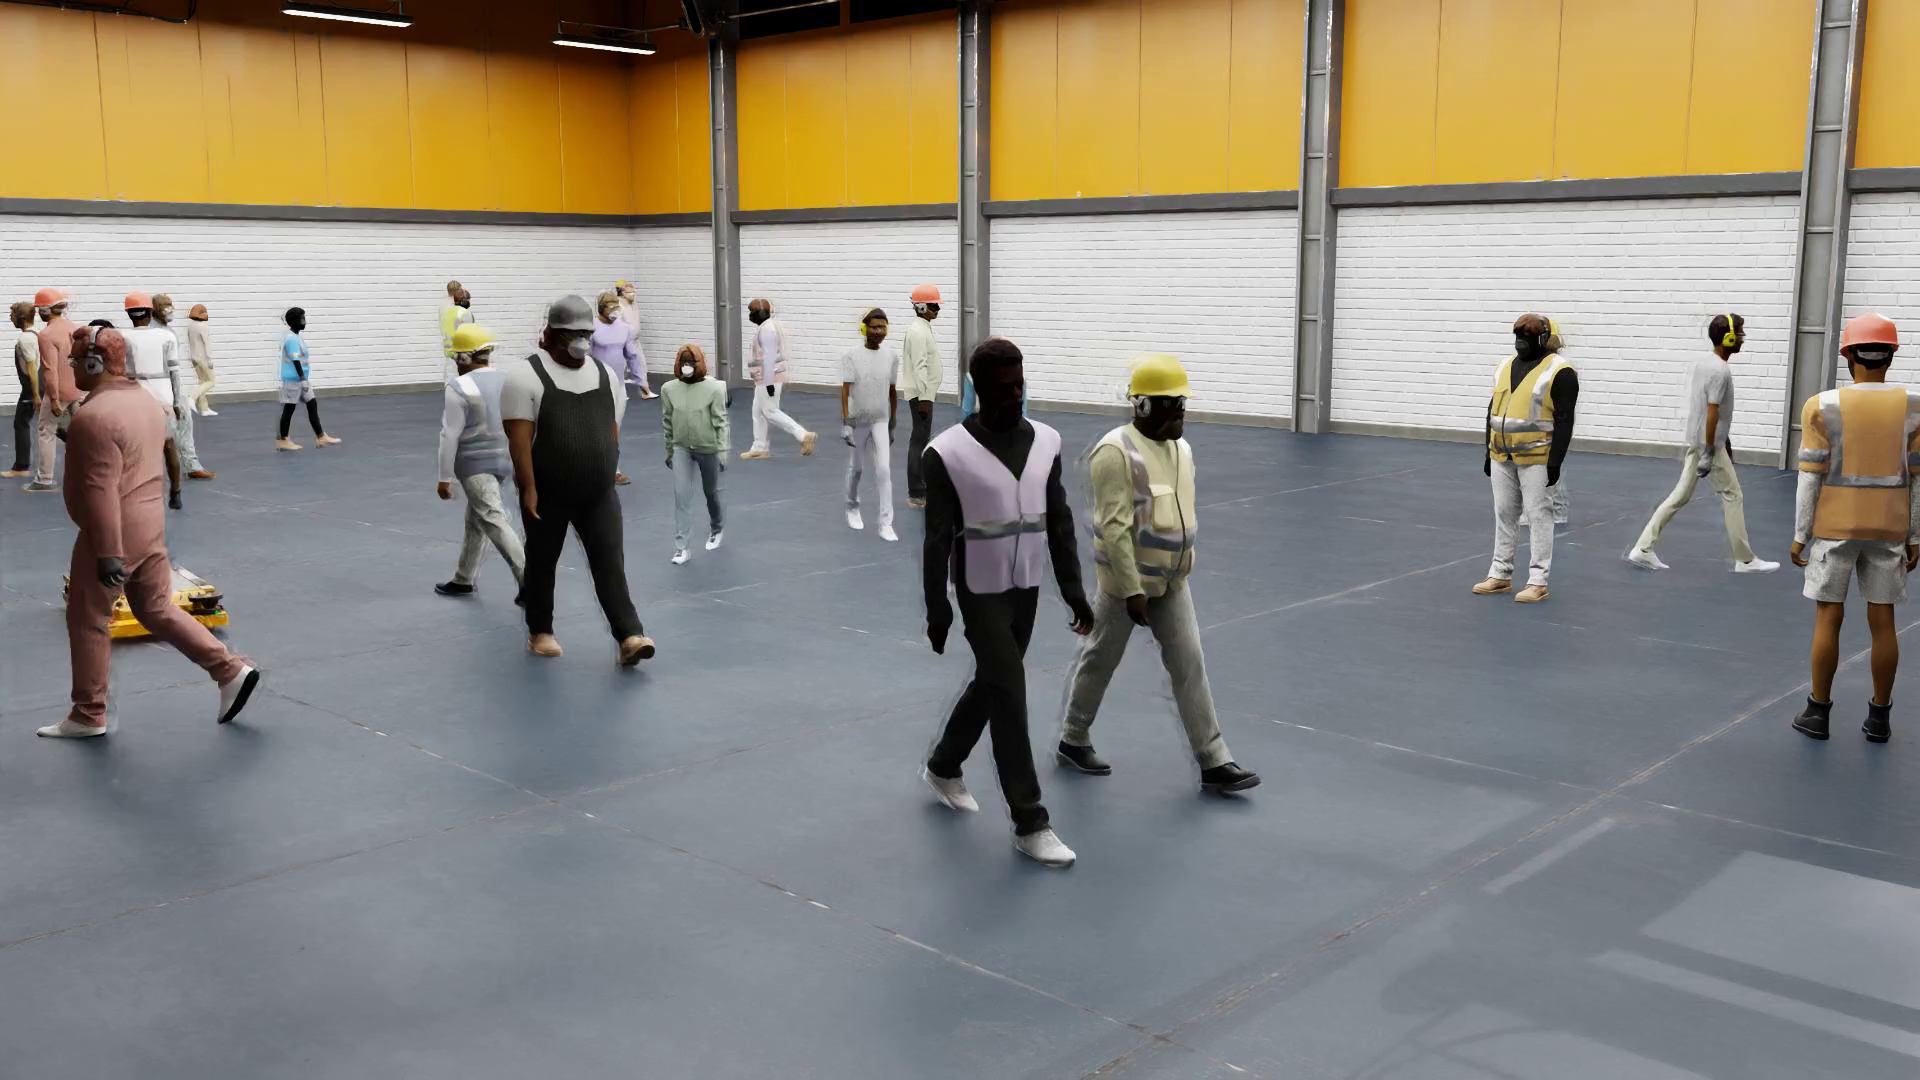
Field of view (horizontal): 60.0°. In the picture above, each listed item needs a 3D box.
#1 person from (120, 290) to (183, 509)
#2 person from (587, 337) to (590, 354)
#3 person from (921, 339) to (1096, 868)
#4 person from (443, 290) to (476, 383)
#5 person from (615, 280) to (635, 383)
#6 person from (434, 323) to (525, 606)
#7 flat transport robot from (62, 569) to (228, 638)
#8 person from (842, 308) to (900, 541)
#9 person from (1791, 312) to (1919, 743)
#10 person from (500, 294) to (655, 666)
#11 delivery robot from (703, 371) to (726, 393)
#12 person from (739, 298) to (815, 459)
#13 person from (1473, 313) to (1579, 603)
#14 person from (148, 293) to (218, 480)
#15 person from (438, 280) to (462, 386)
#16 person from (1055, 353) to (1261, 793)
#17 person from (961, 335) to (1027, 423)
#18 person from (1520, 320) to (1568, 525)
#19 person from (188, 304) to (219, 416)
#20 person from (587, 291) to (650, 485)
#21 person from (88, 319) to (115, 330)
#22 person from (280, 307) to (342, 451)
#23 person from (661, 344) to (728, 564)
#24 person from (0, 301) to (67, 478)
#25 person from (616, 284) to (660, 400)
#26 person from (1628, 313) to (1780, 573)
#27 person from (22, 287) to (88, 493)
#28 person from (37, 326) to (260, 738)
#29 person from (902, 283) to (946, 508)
[{"bbox_3d":[-7.111,-1.208,14.556,0.543,1.932,0.376,-7,12,-38],"label":"person"},{"bbox_3d":[-3.757,-1.267,15.915,0.707,1.603,0.543,2,10,15],"label":"person"},{"bbox_3d":[0.131,0.187,6.190,0.612,1.877,0.979,-8,12,-40],"label":"person"},{"bbox_3d":[-6.967,-2.629,23.597,0.650,1.816,0.767,8,12,41],"label":"person"},{"bbox_3d":[-6.281,-3.858,30.844,0.582,1.919,0.388,5,11,29],"label":"person"},{"bbox_3d":[-2.990,-0.472,10.511,0.957,1.788,0.597,4,10,25],"label":"person"},{"bbox_3d":[-4.965,0.349,10.082,0.652,0.197,1.431,-7,12,-36],"label":"flat transport robot"},{"bbox_3d":[-0.727,-0.935,13.287,0.512,1.827,0.966,-3,10,-16],"label":"person"},{"bbox_3d":[4.025,-0.050,7.465,0.542,1.929,0.369,3,10,16],"label":"person"},{"bbox_3d":[-2.058,-0.334,8.861,0.692,2.000,1.023,-7,11,-35],"label":"person"},{"bbox_3d":[-3.900,-2.339,25.409,0.707,0.478,0.477,8,12,42],"label":"delivery robot"},{"bbox_3d":[-2.047,-1.784,18.478,0.765,1.811,0.660,-1,9,-6],"label":"person"},{"bbox_3d":[3.611,-0.528,10.659,0.429,1.844,0.627,-6,11,-32],"label":"person"},{"bbox_3d":[-7.984,-1.499,16.477,0.943,1.899,0.630,-1,9,-8],"label":"person"},{"bbox_3d":[-8.125,-3.200,26.744,0.635,1.937,0.354,8,13,42],"label":"person"},{"bbox_3d":[0.768,0.140,6.768,0.593,1.786,0.945,-8,13,-42],"label":"person"},{"bbox_3d":[0.279,-0.793,13.008,0.523,1.612,0.781,-2,9,-10],"label":"person"},{"bbox_3d":[4.740,-0.972,13.744,0.730,1.709,0.496,-3,10,-17],"label":"person"},{"bbox_3d":[-10.919,-2.575,23.868,0.522,1.619,0.449,8,12,39],"label":"person"},{"bbox_3d":[-3.518,-1.509,16.510,0.695,1.918,0.664,6,11,34],"label":"person"},{"bbox_3d":[-7.522,-1.098,14.640,0.654,1.676,0.548,1,9,6],"label":"person"},{"bbox_3d":[-7.604,-1.866,19.368,0.771,1.663,0.555,-2,10,-13],"label":"person"},{"bbox_3d":[-1.937,-0.663,12.276,0.506,1.584,0.885,1,9,6],"label":"person"},{"bbox_3d":[-9.292,-1.522,16.890,0.899,1.812,0.515,-1,9,-6],"label":"person"},{"bbox_3d":[-5.252,-3.173,26.776,0.853,1.874,0.671,4,10,24],"label":"person"},{"bbox_3d":[5.203,-0.666,11.590,0.995,1.825,0.536,1,9,3],"label":"person"},{"bbox_3d":[-8.396,-1.408,15.720,0.985,1.961,0.621,1,9,9],"label":"person"},{"bbox_3d":[-3.731,-0.033,7.546,0.867,1.879,0.655,0,9,-2],"label":"person"},{"bbox_3d":[-0.318,-1.283,14.820,0.388,1.992,0.625,0,9,-2],"label":"person"}]
